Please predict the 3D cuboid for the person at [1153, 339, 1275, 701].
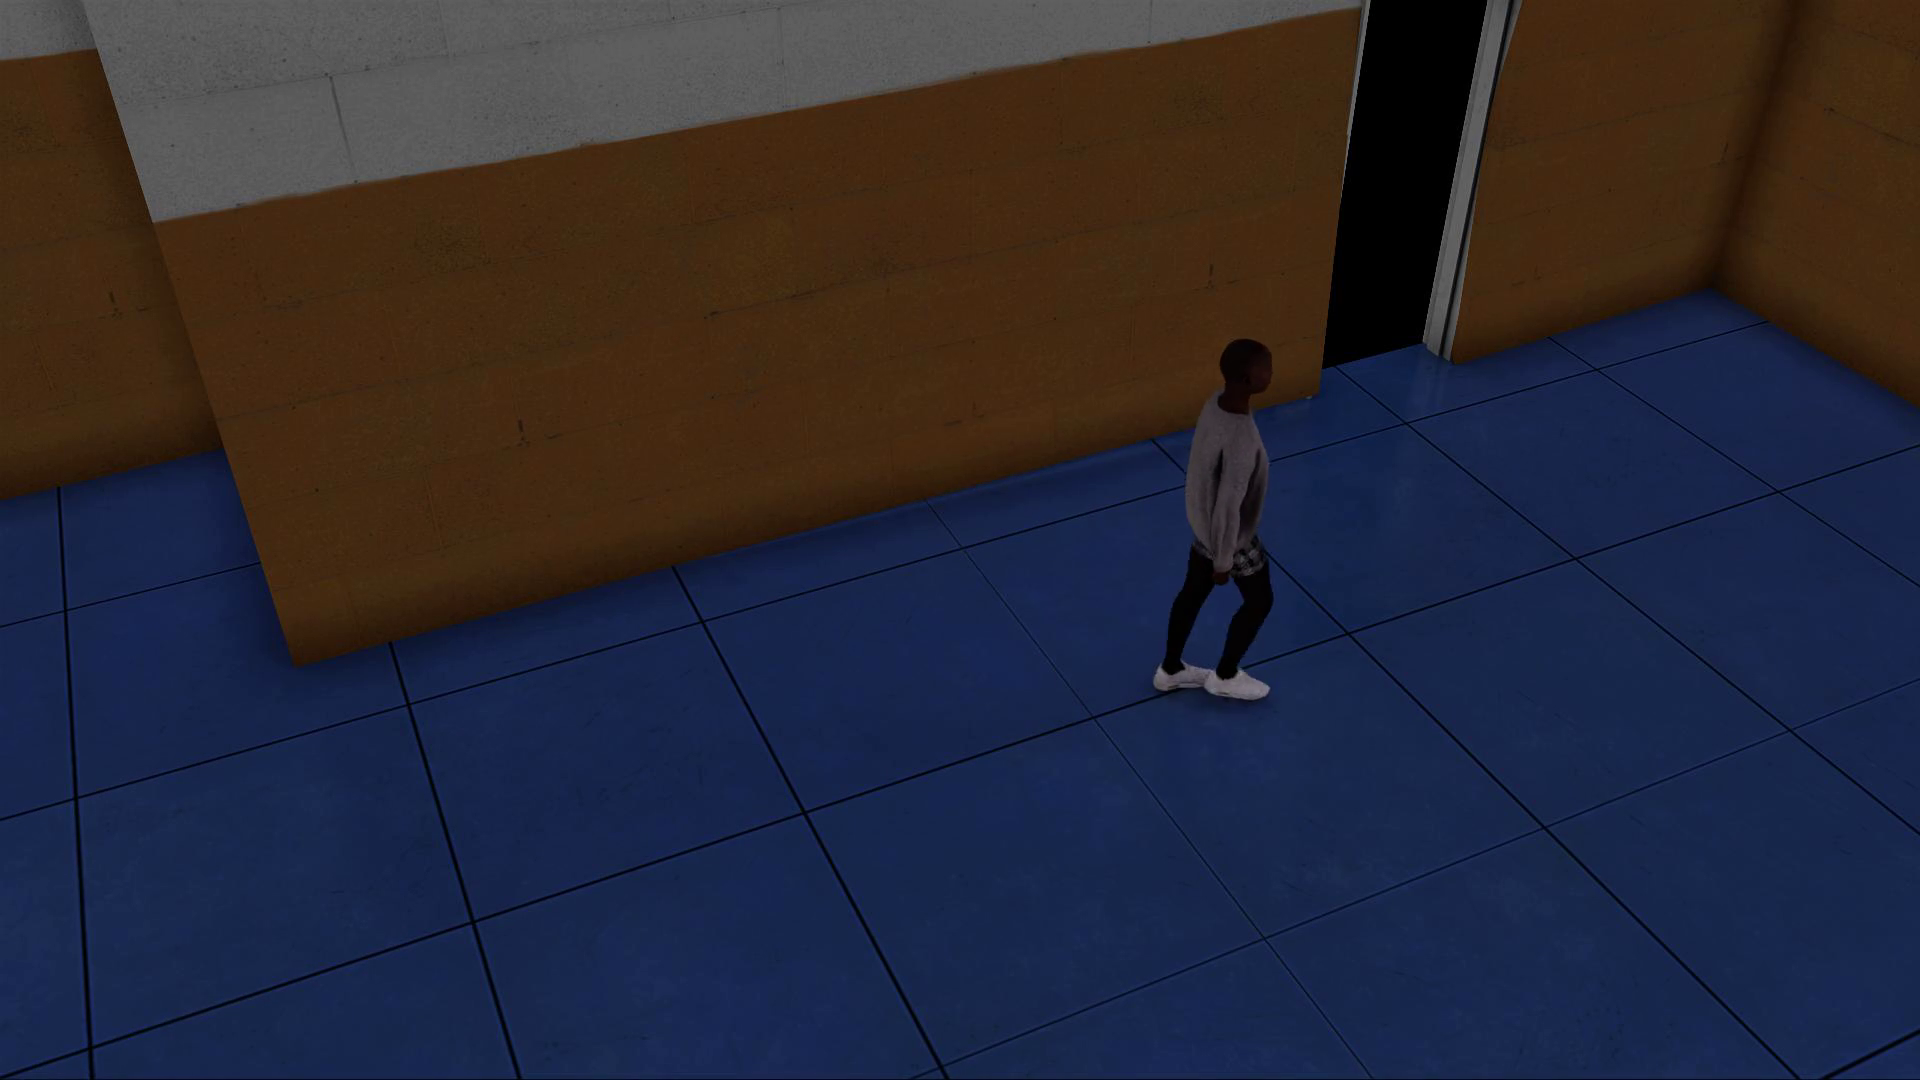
[{"bbox_3d":[0.974,-0.036,6.785,0.778,1.754,0.729,-7,37,-9],"label":"person"}]
